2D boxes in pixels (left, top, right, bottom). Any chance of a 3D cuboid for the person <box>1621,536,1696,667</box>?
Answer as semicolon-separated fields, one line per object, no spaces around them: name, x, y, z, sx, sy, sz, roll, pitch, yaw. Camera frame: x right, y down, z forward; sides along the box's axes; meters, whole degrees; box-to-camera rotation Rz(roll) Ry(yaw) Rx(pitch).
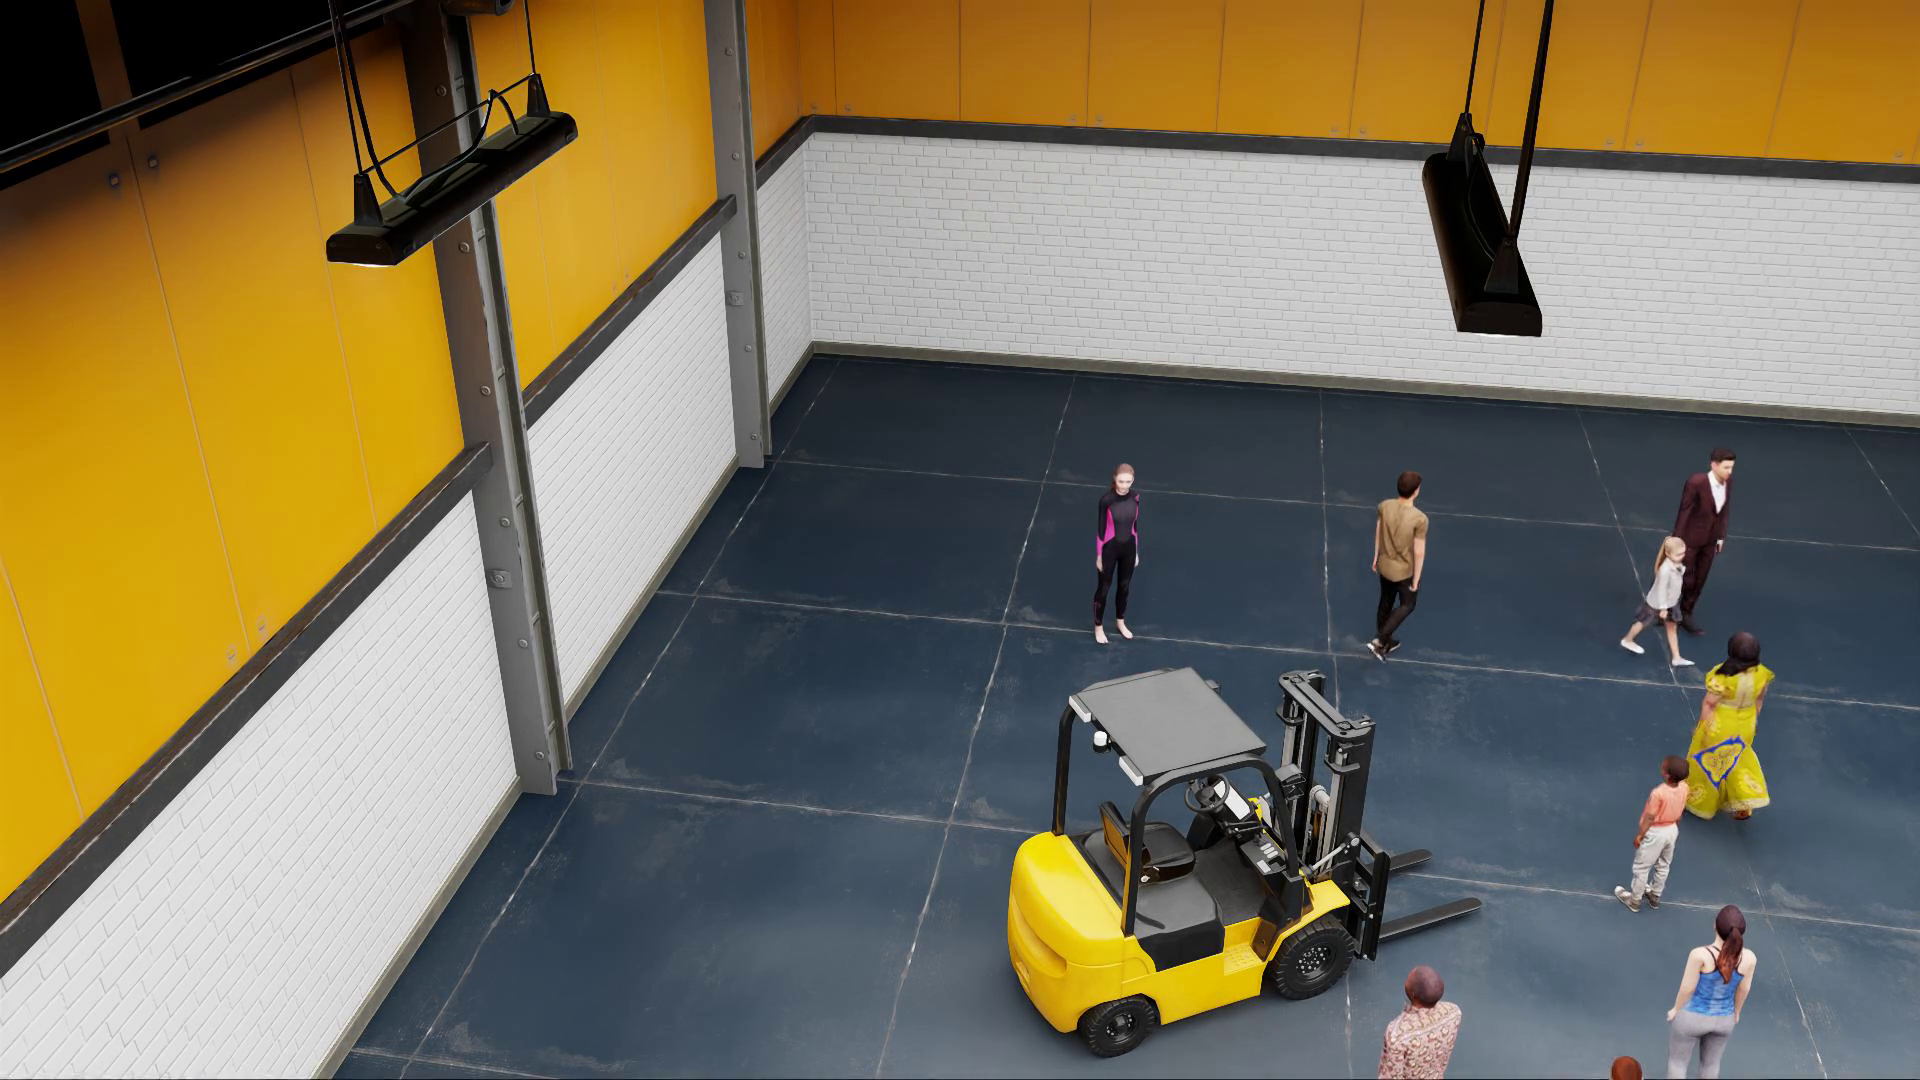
person;6.148;0.518;14.712;0.894;1.240;0.912;-24;37;-37

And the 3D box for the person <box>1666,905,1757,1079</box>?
person;4.489;2.865;10.026;0.595;1.608;0.559;1;29;1

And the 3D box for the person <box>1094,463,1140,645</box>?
person;1.415;0.097;14.953;0.651;1.748;0.681;-10;30;-17

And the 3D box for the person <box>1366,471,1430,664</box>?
person;3.769;0.273;14.536;1.033;1.839;0.939;-25;37;-37

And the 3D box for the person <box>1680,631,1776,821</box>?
person;5.831;1.463;12.553;0.919;1.648;1.043;-6;29;-11

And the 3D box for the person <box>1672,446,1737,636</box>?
person;6.636;-0.038;15.091;0.863;1.853;0.921;-10;30;-17

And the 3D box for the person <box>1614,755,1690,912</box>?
person;4.957;2.068;11.798;0.570;1.309;0.600;-5;29;-10

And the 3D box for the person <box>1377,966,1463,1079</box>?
person;2.530;3.118;9.352;0.773;1.808;0.817;-16;33;-27
